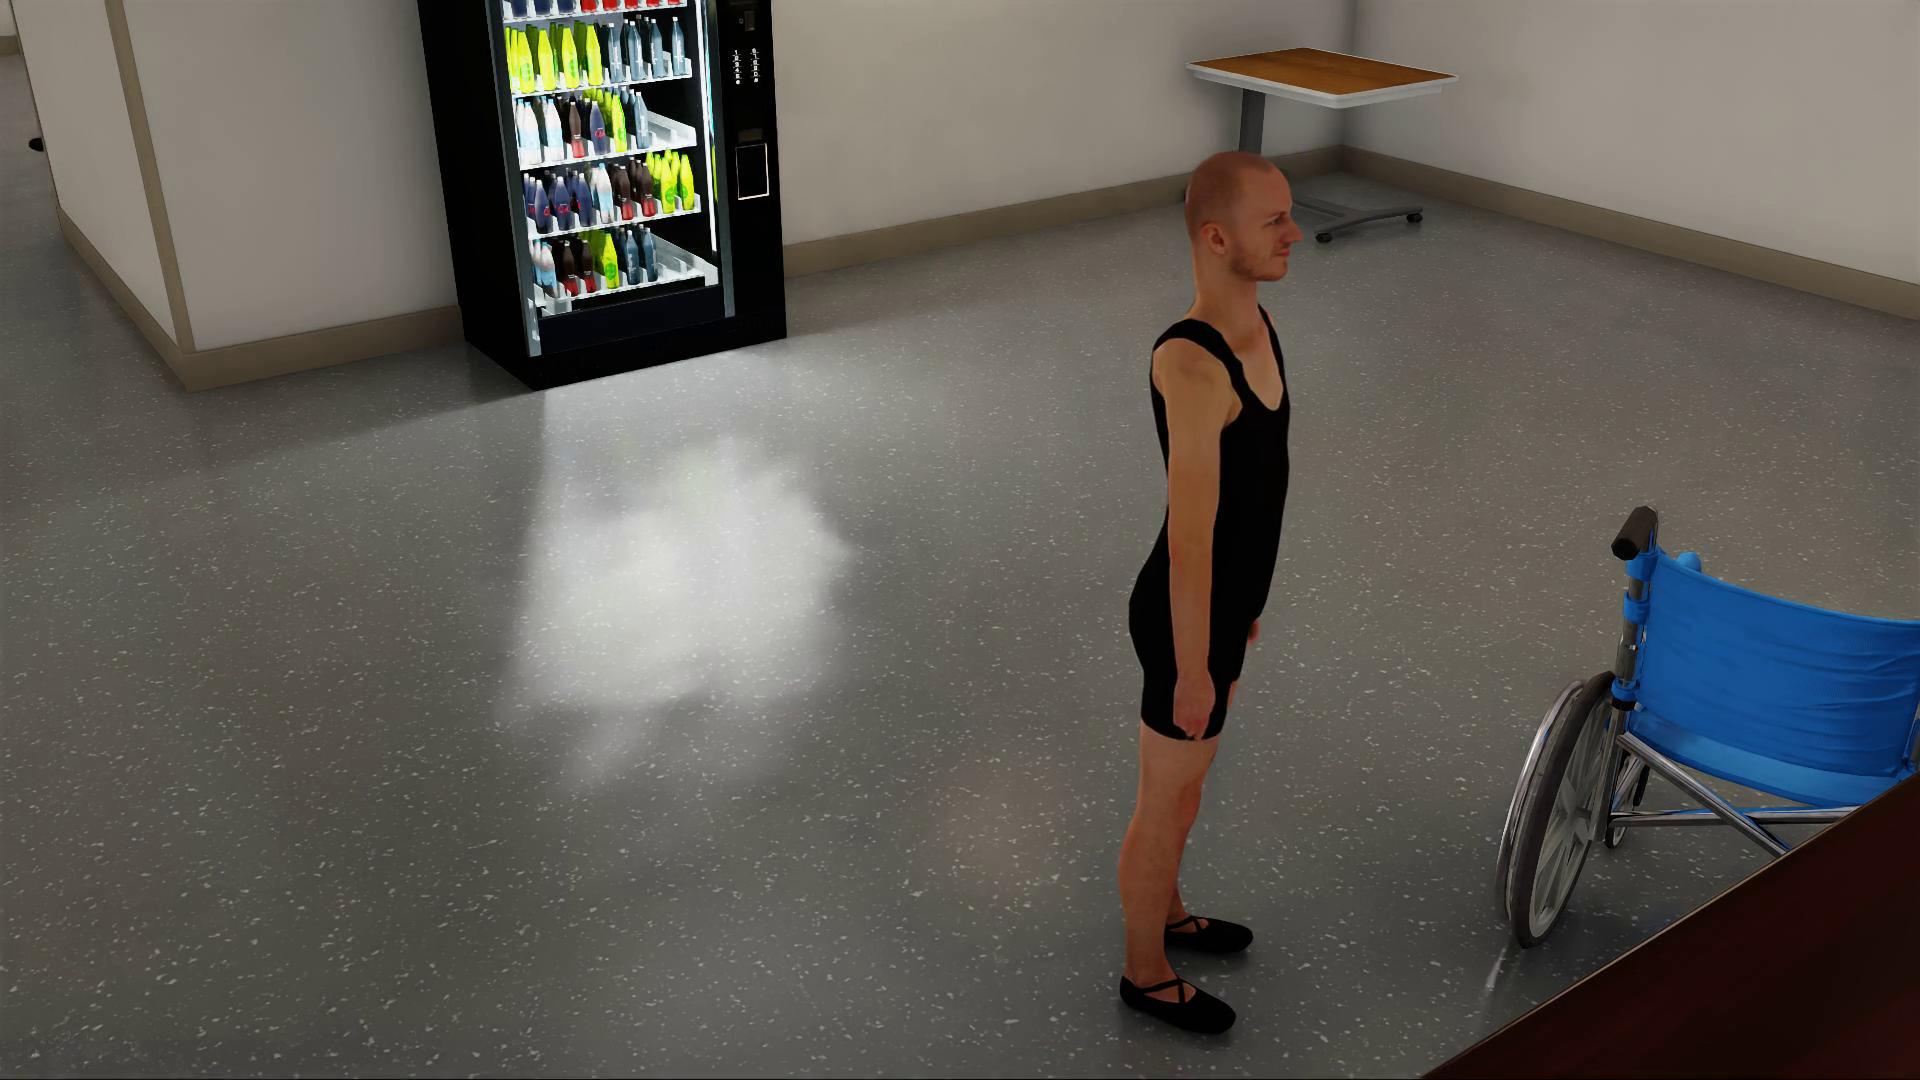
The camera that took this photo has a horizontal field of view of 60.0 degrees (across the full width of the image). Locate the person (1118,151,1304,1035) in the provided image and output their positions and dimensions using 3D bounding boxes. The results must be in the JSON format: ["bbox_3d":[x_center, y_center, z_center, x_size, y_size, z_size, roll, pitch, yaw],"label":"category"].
[{"bbox_3d":[0.475,0.132,3.318,0.767,1.816,0.662,9,27,18],"label":"person"}]
